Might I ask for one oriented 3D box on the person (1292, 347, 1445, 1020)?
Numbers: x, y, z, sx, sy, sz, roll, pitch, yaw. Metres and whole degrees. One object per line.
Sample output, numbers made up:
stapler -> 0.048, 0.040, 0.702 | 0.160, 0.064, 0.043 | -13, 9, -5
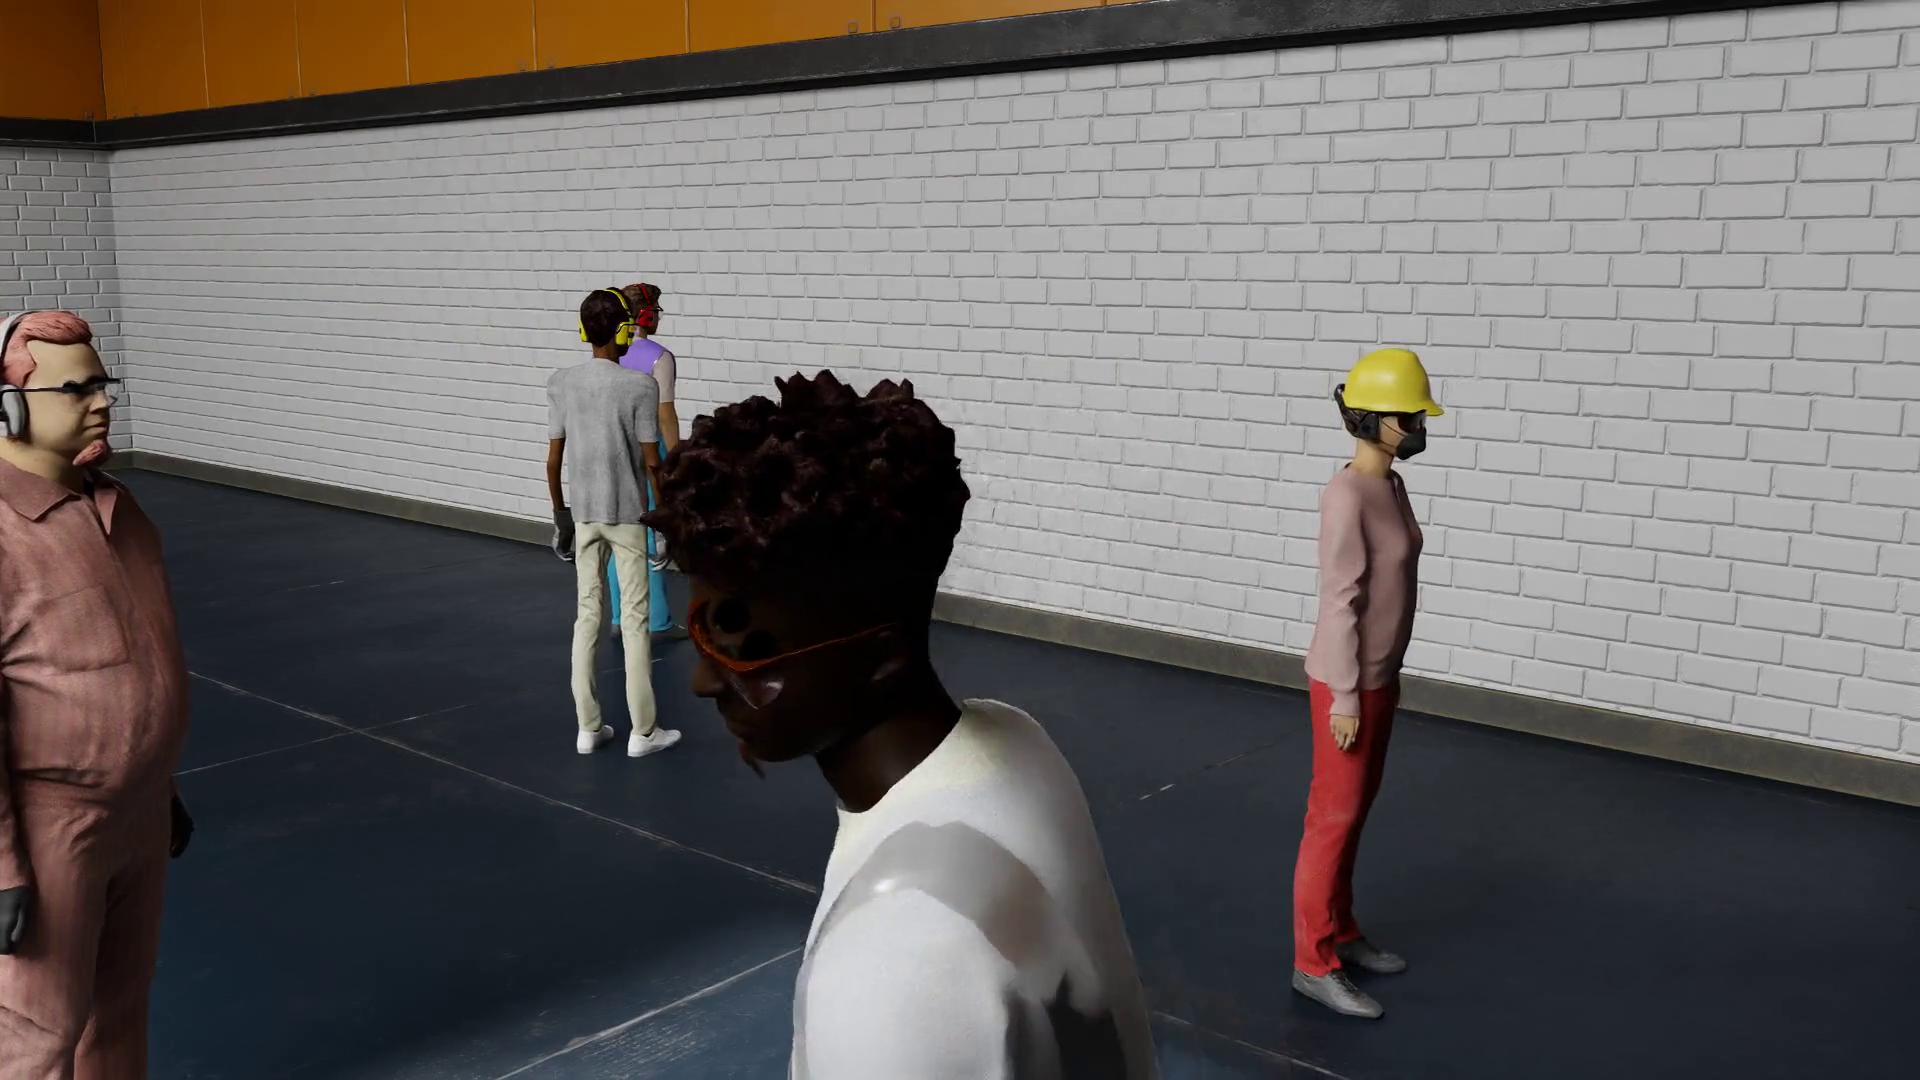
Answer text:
person -> 1.098, 0.371, 4.452 | 0.325, 1.767, 0.533 | 5, 11, 27

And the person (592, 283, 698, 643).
person -> -1.650, -0.388, 8.544 | 0.570, 1.845, 0.383 | 7, 12, 36

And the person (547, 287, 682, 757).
person -> -1.393, -0.067, 6.647 | 0.518, 1.870, 0.323 | 3, 10, 17

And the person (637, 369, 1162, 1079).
person -> 0.004, 0.804, 1.536 | 0.841, 1.913, 0.626 | 0, 10, 1

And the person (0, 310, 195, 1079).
person -> -1.668, 0.525, 3.171 | 0.407, 1.910, 0.639 | 0, 10, 2
